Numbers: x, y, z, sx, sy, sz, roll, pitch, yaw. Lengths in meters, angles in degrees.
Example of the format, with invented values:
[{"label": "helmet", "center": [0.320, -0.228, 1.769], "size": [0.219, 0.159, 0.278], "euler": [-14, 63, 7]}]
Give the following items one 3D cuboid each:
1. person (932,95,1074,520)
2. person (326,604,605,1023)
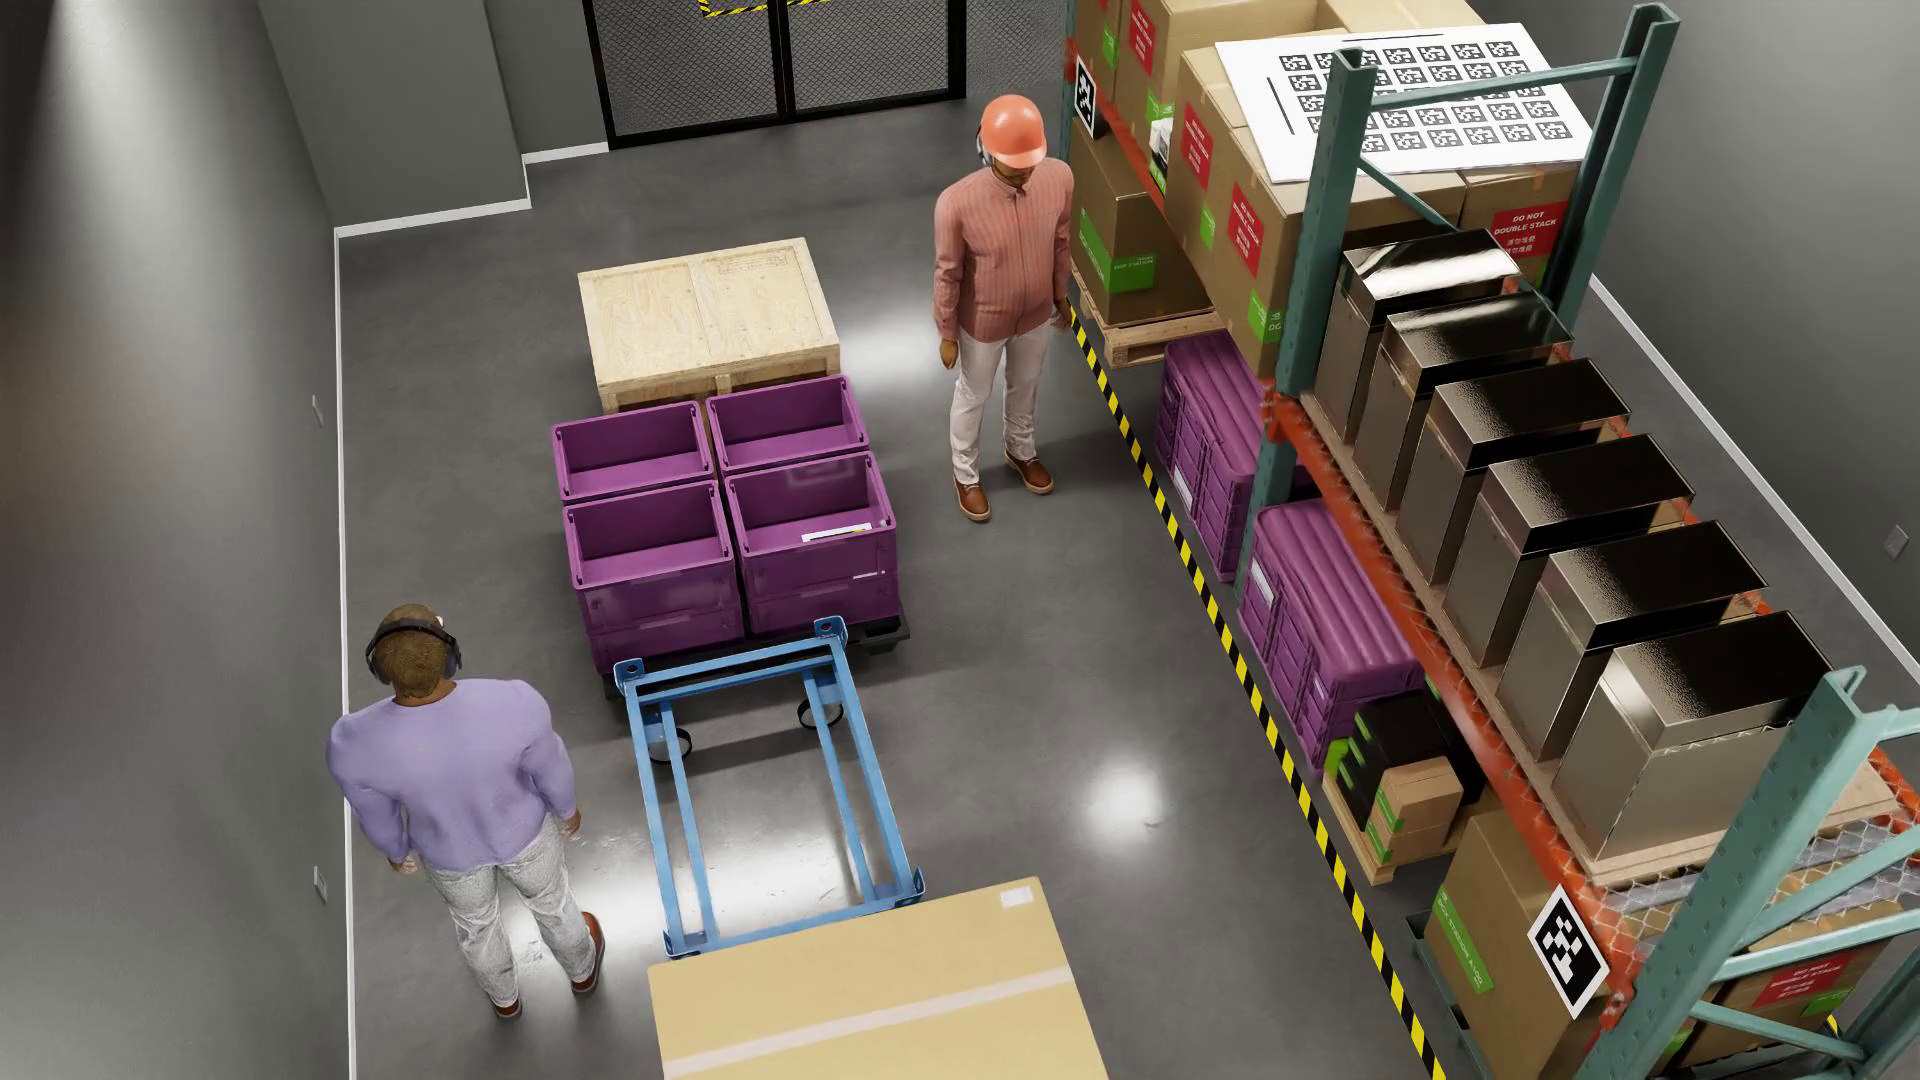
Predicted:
[{"label": "person", "center": [0.187, -0.916, 6.690], "size": [0.626, 1.992, 0.387], "euler": [-22, 51, -19]}, {"label": "person", "center": [-1.467, 0.874, 5.084], "size": [0.627, 1.940, 0.372], "euler": [-13, 49, -11]}]
